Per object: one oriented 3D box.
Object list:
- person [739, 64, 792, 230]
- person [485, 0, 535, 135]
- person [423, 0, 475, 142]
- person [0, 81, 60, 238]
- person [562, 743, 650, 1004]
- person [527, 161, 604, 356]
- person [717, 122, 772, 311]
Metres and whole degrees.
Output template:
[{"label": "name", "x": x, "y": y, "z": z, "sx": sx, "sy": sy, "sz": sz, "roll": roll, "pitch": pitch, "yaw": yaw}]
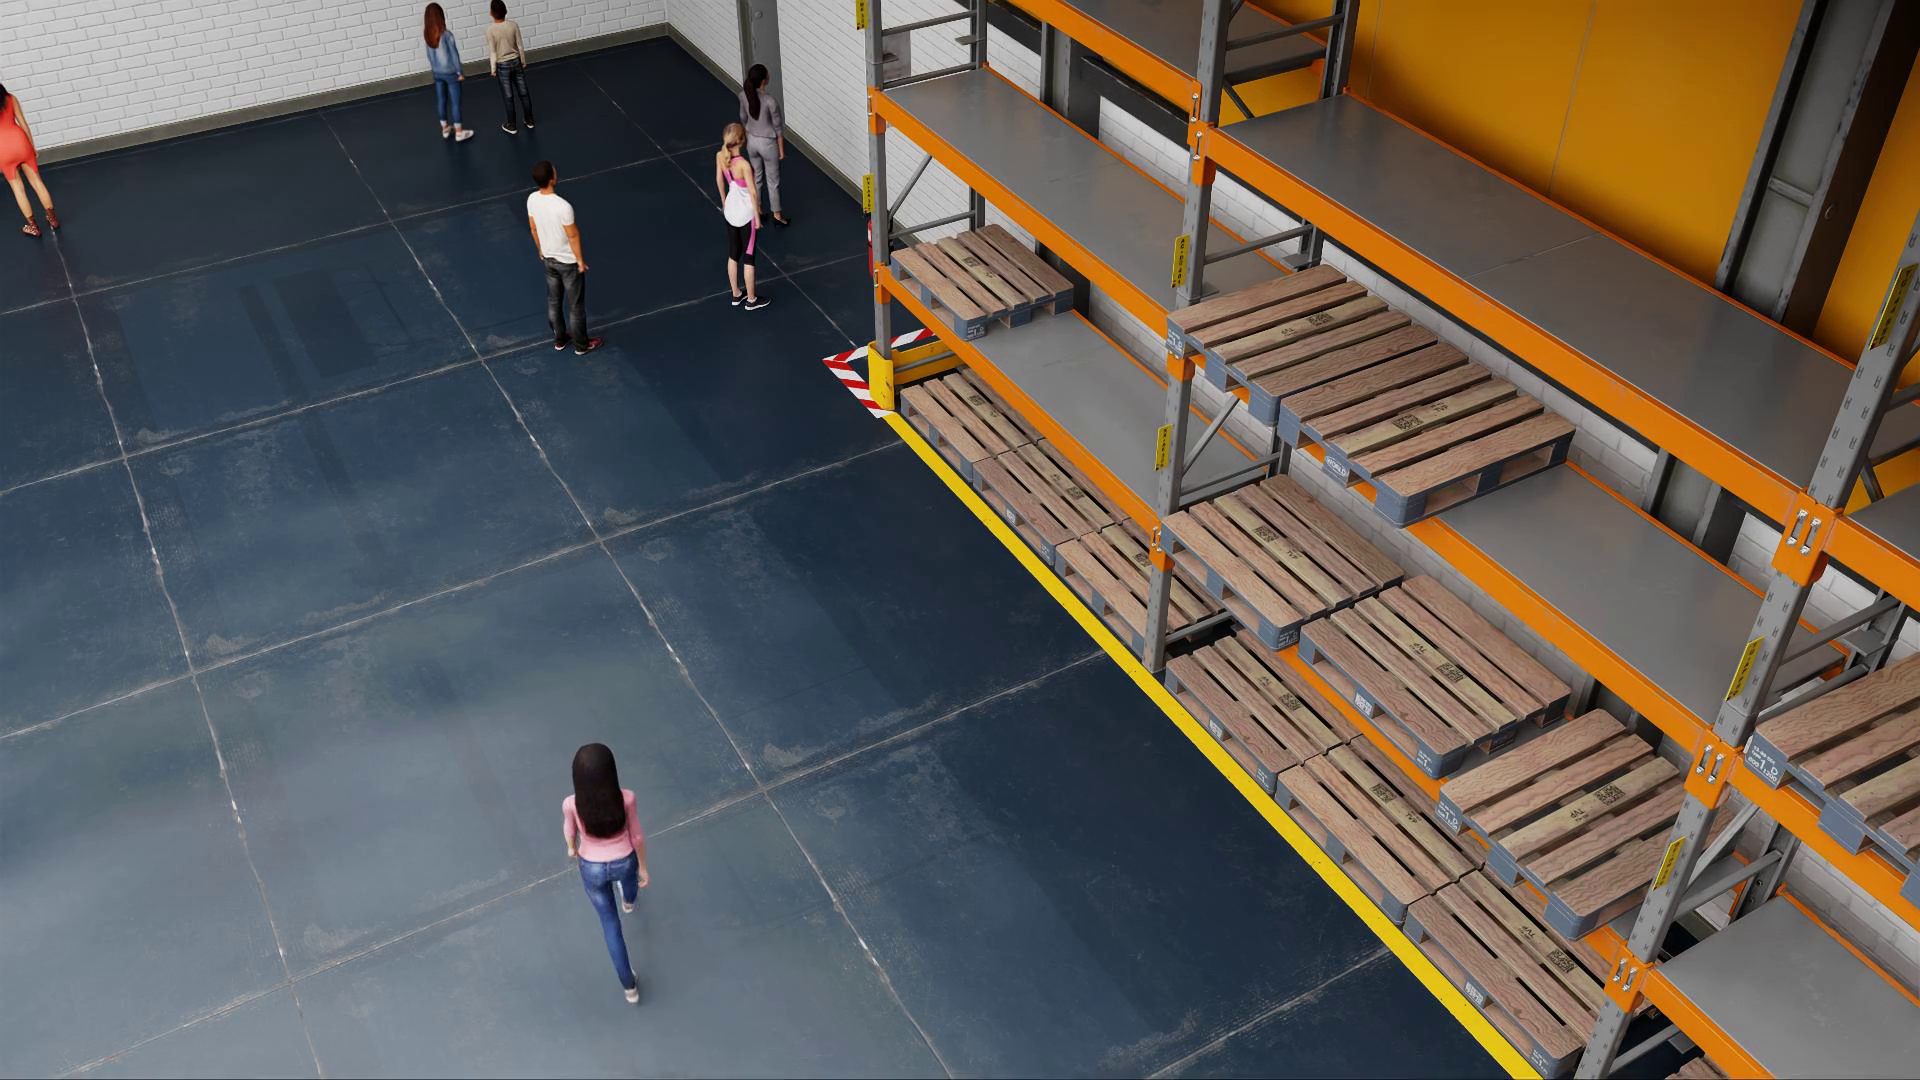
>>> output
[{"label": "person", "x": -1.929, "y": -3.855, "z": 16.311, "sx": 0.692, "sy": 1.678, "sz": 0.783, "roll": 19, "pitch": 42, "yaw": 22}, {"label": "person", "x": -4.925, "y": -5.172, "z": 18.133, "sx": 0.575, "sy": 1.463, "sz": 0.520, "roll": -25, "pitch": 45, "yaw": -28}, {"label": "person", "x": -5.580, "y": -5.063, "z": 17.992, "sx": 0.602, "sy": 1.470, "sz": 0.699, "roll": 17, "pitch": 42, "yaw": 20}, {"label": "person", "x": -9.212, "y": -3.781, "z": 16.186, "sx": 0.641, "sy": 1.719, "sz": 0.653, "roll": 27, "pitch": 46, "yaw": 30}, {"label": "person", "x": -1.930, "y": 1.854, "z": 9.144, "sx": 0.737, "sy": 1.702, "sz": 1.156, "roll": -11, "pitch": 40, "yaw": -14}, {"label": "person", "x": -3.481, "y": -2.455, "z": 14.457, "sx": 0.666, "sy": 1.804, "sz": 0.782, "roll": 18, "pitch": 42, "yaw": 21}, {"label": "person", "x": -1.996, "y": -2.931, "z": 15.068, "sx": 0.583, "sy": 1.787, "sz": 0.738, "roll": 27, "pitch": 46, "yaw": 29}]
